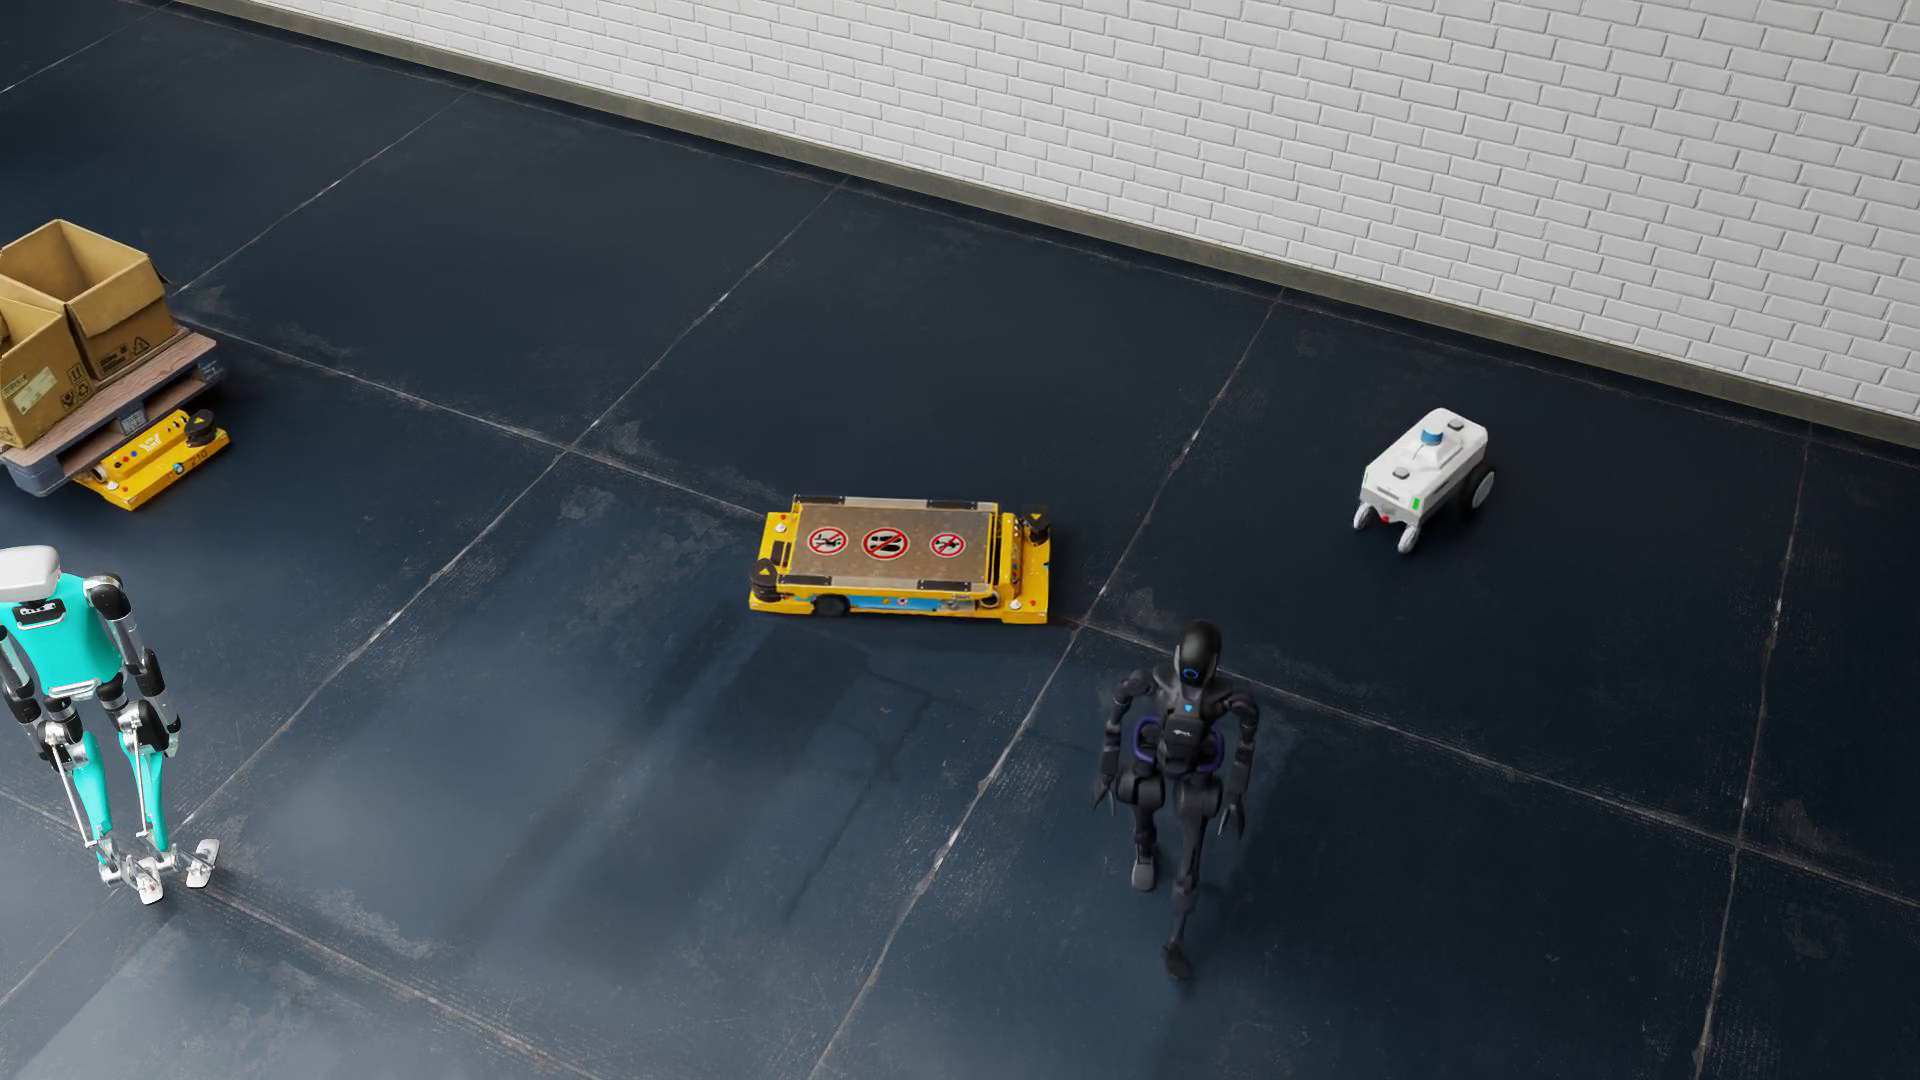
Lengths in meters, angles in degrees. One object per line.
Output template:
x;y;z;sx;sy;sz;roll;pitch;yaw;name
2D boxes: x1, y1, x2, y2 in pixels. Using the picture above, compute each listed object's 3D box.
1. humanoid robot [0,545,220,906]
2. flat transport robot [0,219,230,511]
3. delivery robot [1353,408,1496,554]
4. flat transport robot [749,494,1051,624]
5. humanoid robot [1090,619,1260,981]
-3.201;0.824;6.188;0.533;1.677;0.735;-12;44;-12;humanoid robot
-4.693;-0.641;8.947;1.431;0.231;0.659;22;47;22;flat transport robot
2.344;-0.347;8.406;0.499;0.576;0.768;32;52;30;delivery robot
-0.279;0.093;8.155;1.431;0.231;0.659;2;43;3;flat transport robot
0.784;0.938;6.223;0.598;1.630;0.724;7;43;8;humanoid robot
